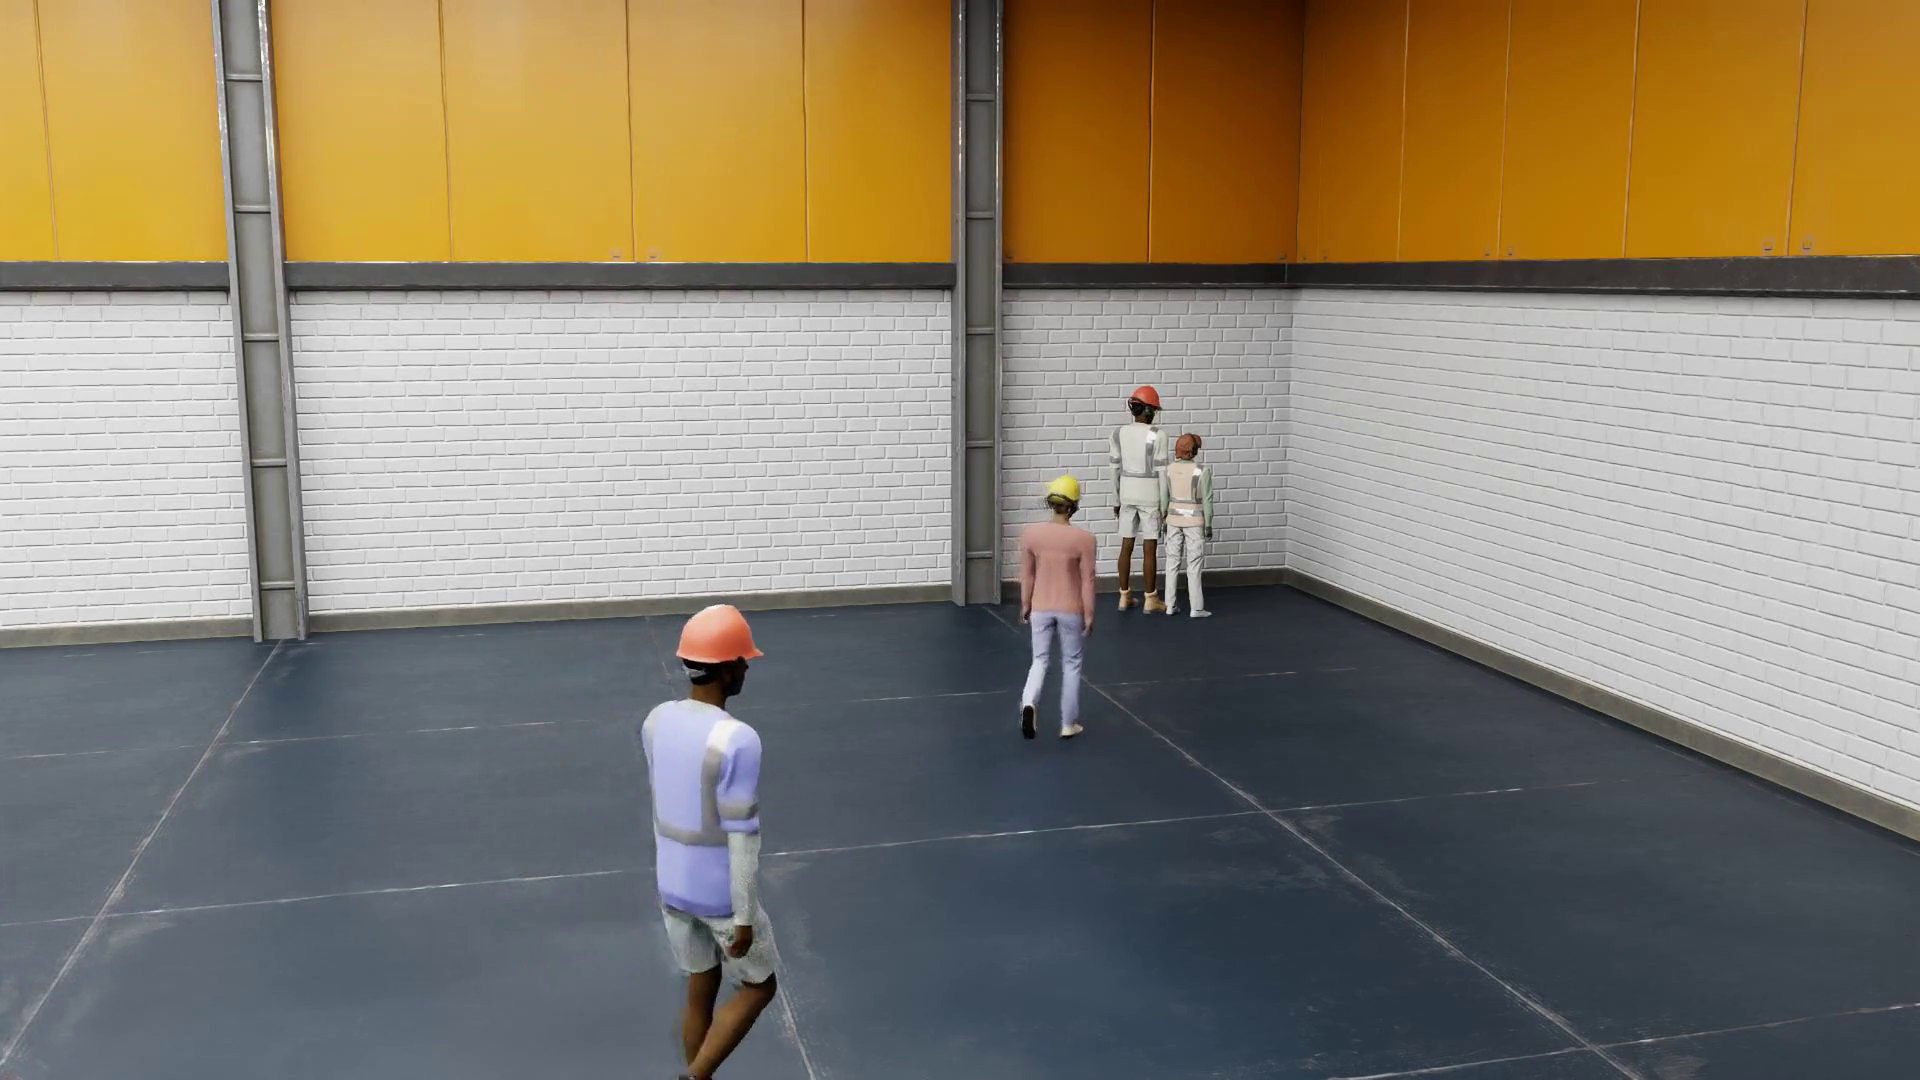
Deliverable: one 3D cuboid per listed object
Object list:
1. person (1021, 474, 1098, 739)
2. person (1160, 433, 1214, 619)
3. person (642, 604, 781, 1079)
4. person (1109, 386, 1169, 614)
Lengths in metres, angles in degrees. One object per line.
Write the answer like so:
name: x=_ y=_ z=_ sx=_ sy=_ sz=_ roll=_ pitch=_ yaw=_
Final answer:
person: x=0.610 y=0.458 z=10.700 sx=0.533 sy=1.750 sz=0.599 roll=4 pitch=10 yaw=22
person: x=1.997 y=-0.122 z=14.657 sx=0.511 sy=1.640 sz=0.308 roll=7 pitch=11 yaw=36
person: x=-0.873 y=1.177 z=5.682 sx=0.543 sy=1.923 sz=0.490 roll=7 pitch=12 yaw=38
person: x=1.634 y=-0.359 z=14.909 sx=0.605 sy=2.033 sz=0.392 roll=7 pitch=11 yaw=37
